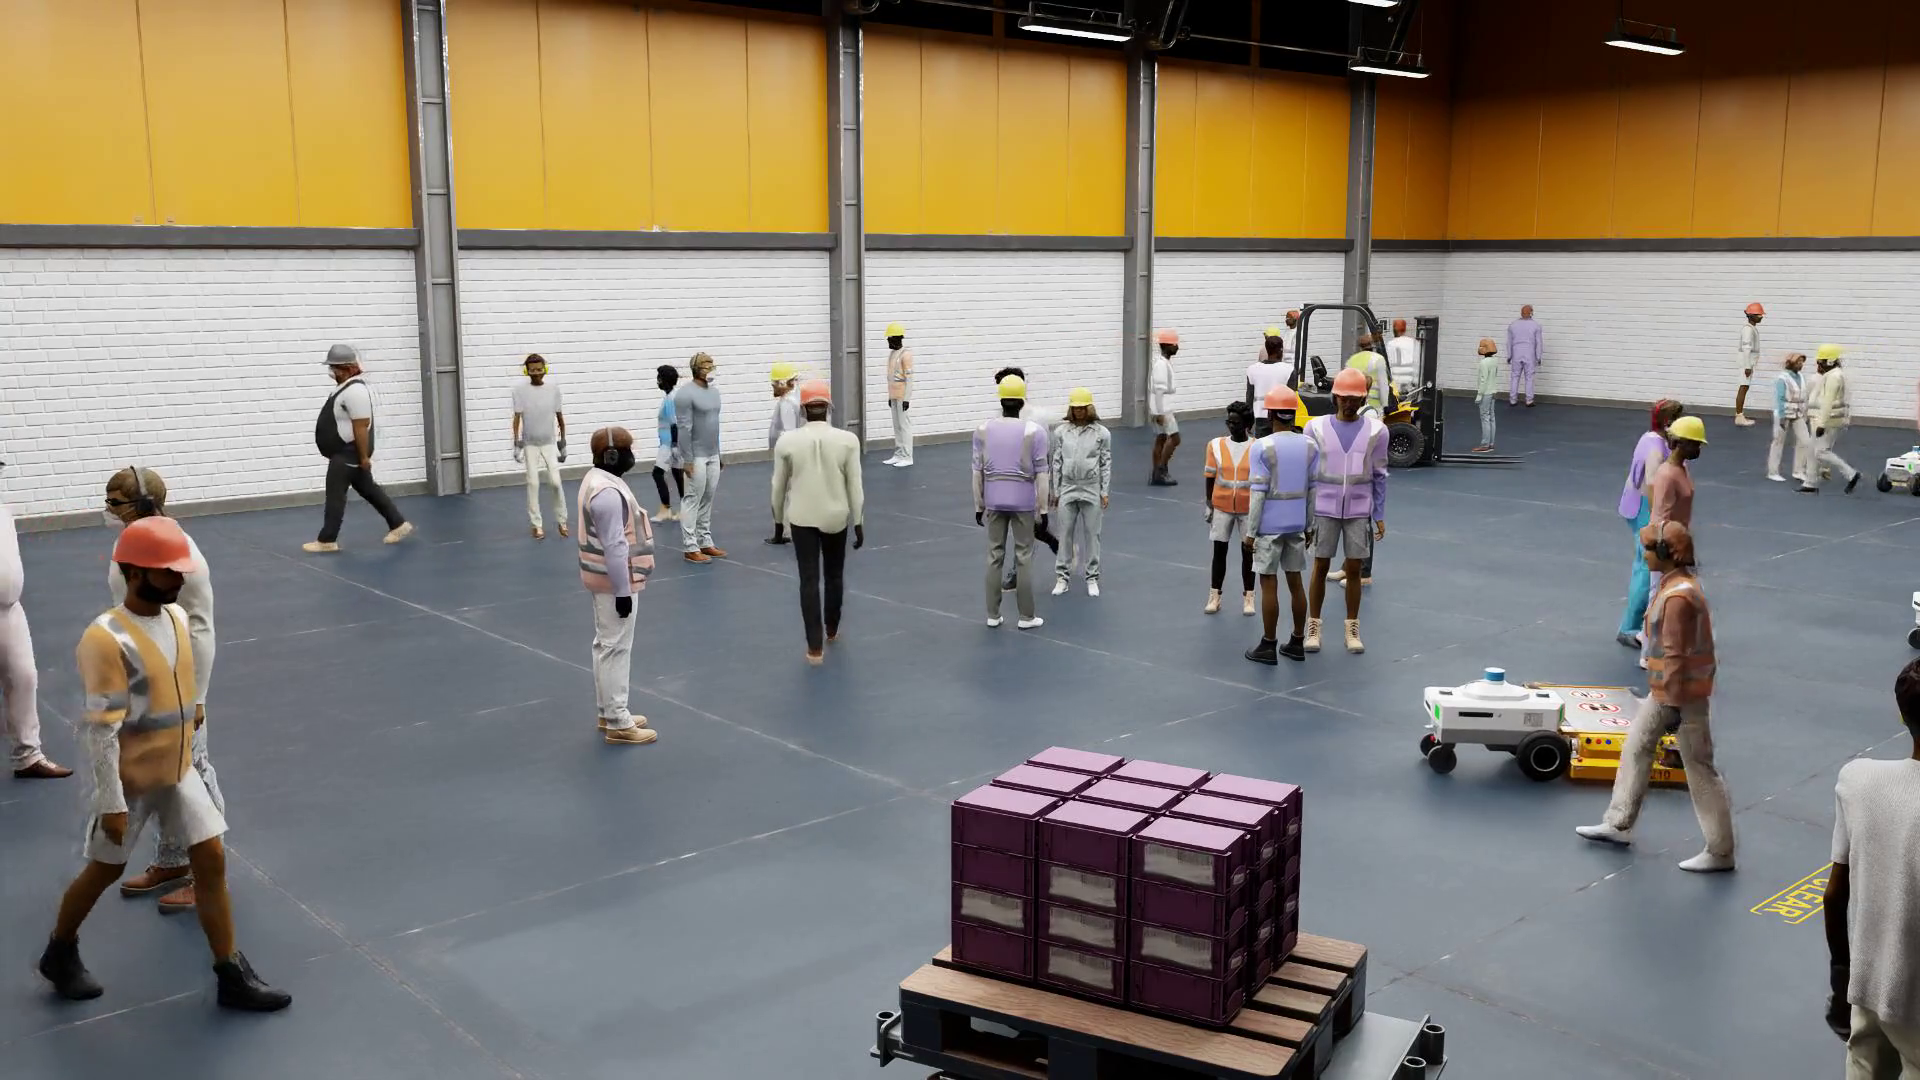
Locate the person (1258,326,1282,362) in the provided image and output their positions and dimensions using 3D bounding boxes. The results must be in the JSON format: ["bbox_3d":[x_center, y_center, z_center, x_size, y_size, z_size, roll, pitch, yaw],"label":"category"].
[{"bbox_3d":[4.672,-2.337,25.080,0.329,1.765,0.533,-2,10,-13],"label":"person"}]

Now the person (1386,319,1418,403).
[{"bbox_3d":[6.650,-2.420,25.232,0.595,1.871,0.411,-5,11,-25],"label":"person"}]

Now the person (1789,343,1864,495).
[{"bbox_3d":[10.188,-1.394,19.441,0.674,1.807,0.614,4,11,24],"label":"person"}]

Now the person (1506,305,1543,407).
[{"bbox_3d":[10.582,-3.448,31.165,0.652,1.906,0.403,7,12,34],"label":"person"}]

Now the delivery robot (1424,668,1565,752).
[{"bbox_3d":[2.920,0.945,9.121,0.707,0.478,0.477,1,10,6],"label":"delivery robot"}]

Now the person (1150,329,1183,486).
[{"bbox_3d":[2.562,-1.605,20.314,0.496,1.924,0.569,2,10,12],"label":"person"}]

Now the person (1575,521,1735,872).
[{"bbox_3d":[3.259,0.706,7.716,0.763,1.594,0.577,4,10,21],"label":"person"}]

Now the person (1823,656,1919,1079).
[{"bbox_3d":[2.387,1.182,4.160,0.329,1.873,0.515,-3,10,-16],"label":"person"}]

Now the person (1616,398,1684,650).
[{"bbox_3d":[4.944,-0.120,11.970,0.386,1.818,0.624,3,10,18],"label":"person"}]

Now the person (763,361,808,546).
[{"bbox_3d":[-1.576,-0.834,16.156,0.619,1.809,0.630,1,10,3],"label":"person"}]

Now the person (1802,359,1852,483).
[{"bbox_3d":[10.790,-1.494,20.692,0.547,1.575,0.896,2,10,13],"label":"person"}]

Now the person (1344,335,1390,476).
[{"bbox_3d":[5.220,-1.722,21.392,0.457,1.814,0.690,-6,12,-33],"label":"person"}]

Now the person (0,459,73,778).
[{"bbox_3d":[-5.267,0.387,8.811,0.808,1.875,0.624,1,10,3],"label":"person"}]

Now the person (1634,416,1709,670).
[{"bbox_3d":[4.815,0.038,11.201,0.377,1.748,0.564,7,12,36],"label":"person"}]

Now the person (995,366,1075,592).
[{"bbox_3d":[0.632,-0.530,14.099,0.830,1.917,0.618,-6,11,-32],"label":"person"}]

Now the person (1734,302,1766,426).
[{"bbox_3d":[13.139,-2.921,27.677,0.387,2.045,0.605,5,11,29],"label":"person"}]

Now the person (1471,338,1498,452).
[{"bbox_3d":[7.576,-2.083,23.969,0.278,1.634,0.499,8,12,38],"label":"person"}]

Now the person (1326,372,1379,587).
[{"bbox_3d":[3.374,-0.518,14.188,0.335,1.845,0.513,-2,10,-10],"label":"person"}]

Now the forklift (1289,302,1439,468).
[{"bbox_3d":[5.320,-2.157,22.763,2.313,2.155,1.214,3,10,16],"label":"forklift"}]

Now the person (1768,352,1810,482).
[{"bbox_3d":[10.362,-1.510,20.640,0.547,1.615,0.628,-5,11,-25],"label":"person"}]

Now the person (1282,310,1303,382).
[{"bbox_3d":[5.734,-3.023,28.741,0.341,1.882,0.587,-4,10,-21],"label":"person"}]

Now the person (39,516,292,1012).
[{"bbox_3d":[-3.067,0.837,6.185,1.032,1.882,0.566,2,10,12],"label":"person"}]

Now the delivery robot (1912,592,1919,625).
[{"bbox_3d":[7.138,0.500,11.728,0.707,0.478,0.477,2,10,11],"label":"delivery robot"}]

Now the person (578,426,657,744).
[{"bbox_3d":[-1.991,0.255,9.674,0.429,1.844,0.627,-3,10,-18],"label":"person"}]

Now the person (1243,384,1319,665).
[{"bbox_3d":[2.197,-0.107,11.514,0.551,1.934,0.373,-4,11,-24],"label":"person"}]

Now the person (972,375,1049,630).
[{"bbox_3d":[0.390,-0.281,12.556,0.594,1.928,0.364,3,10,19],"label":"person"}]

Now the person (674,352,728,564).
[{"bbox_3d":[-2.382,-0.762,15.342,0.371,1.940,0.627,4,10,22],"label":"person"}]

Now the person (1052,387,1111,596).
[{"bbox_3d":[1.002,-0.398,13.782,0.487,1.744,0.314,2,10,10],"label":"person"}]

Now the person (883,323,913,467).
[{"bbox_3d":[-0.829,-1.942,22.290,0.387,1.926,0.591,-4,11,-24],"label":"person"}]

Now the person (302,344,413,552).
[{"bbox_3d":[-5.820,-0.928,16.017,0.990,2.000,0.683,-4,10,-21],"label":"person"}]

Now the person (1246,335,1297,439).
[{"bbox_3d":[3.540,-1.365,18.952,0.588,1.915,0.398,6,11,30],"label":"person"}]

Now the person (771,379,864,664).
[{"bbox_3d":[-1.013,-0.158,11.782,0.643,1.939,1.007,-1,10,-8],"label":"person"}]

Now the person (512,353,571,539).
[{"bbox_3d":[-4.185,-0.935,16.611,0.514,1.854,0.425,-2,10,-13],"label":"person"}]

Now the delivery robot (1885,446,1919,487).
[{"bbox_3d":[11.360,-0.872,19.762,0.707,0.478,0.477,-5,11,-27],"label":"delivery robot"}]

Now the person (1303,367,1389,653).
[{"bbox_3d":[2.713,-0.205,11.786,0.605,2.042,0.391,1,10,8],"label":"person"}]

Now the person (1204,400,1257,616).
[{"bbox_3d":[2.174,-0.250,13.047,0.536,1.699,0.322,3,10,17],"label":"person"}]

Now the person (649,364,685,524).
[{"bbox_3d":[-3.111,-1.005,17.536,0.564,1.683,0.537,-1,10,-4],"label":"person"}]

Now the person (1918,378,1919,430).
[{"bbox_3d":[11.132,-1.294,18.758,1.029,1.846,0.644,-7,12,-37],"label":"person"}]

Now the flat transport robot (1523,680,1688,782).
[{"bbox_3d":[3.673,1.069,9.498,0.652,0.197,1.431,1,10,7],"label":"flat transport robot"}]

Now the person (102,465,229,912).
[{"bbox_3d":[-3.441,0.632,7.190,0.634,1.936,0.351,7,12,37],"label":"person"}]
